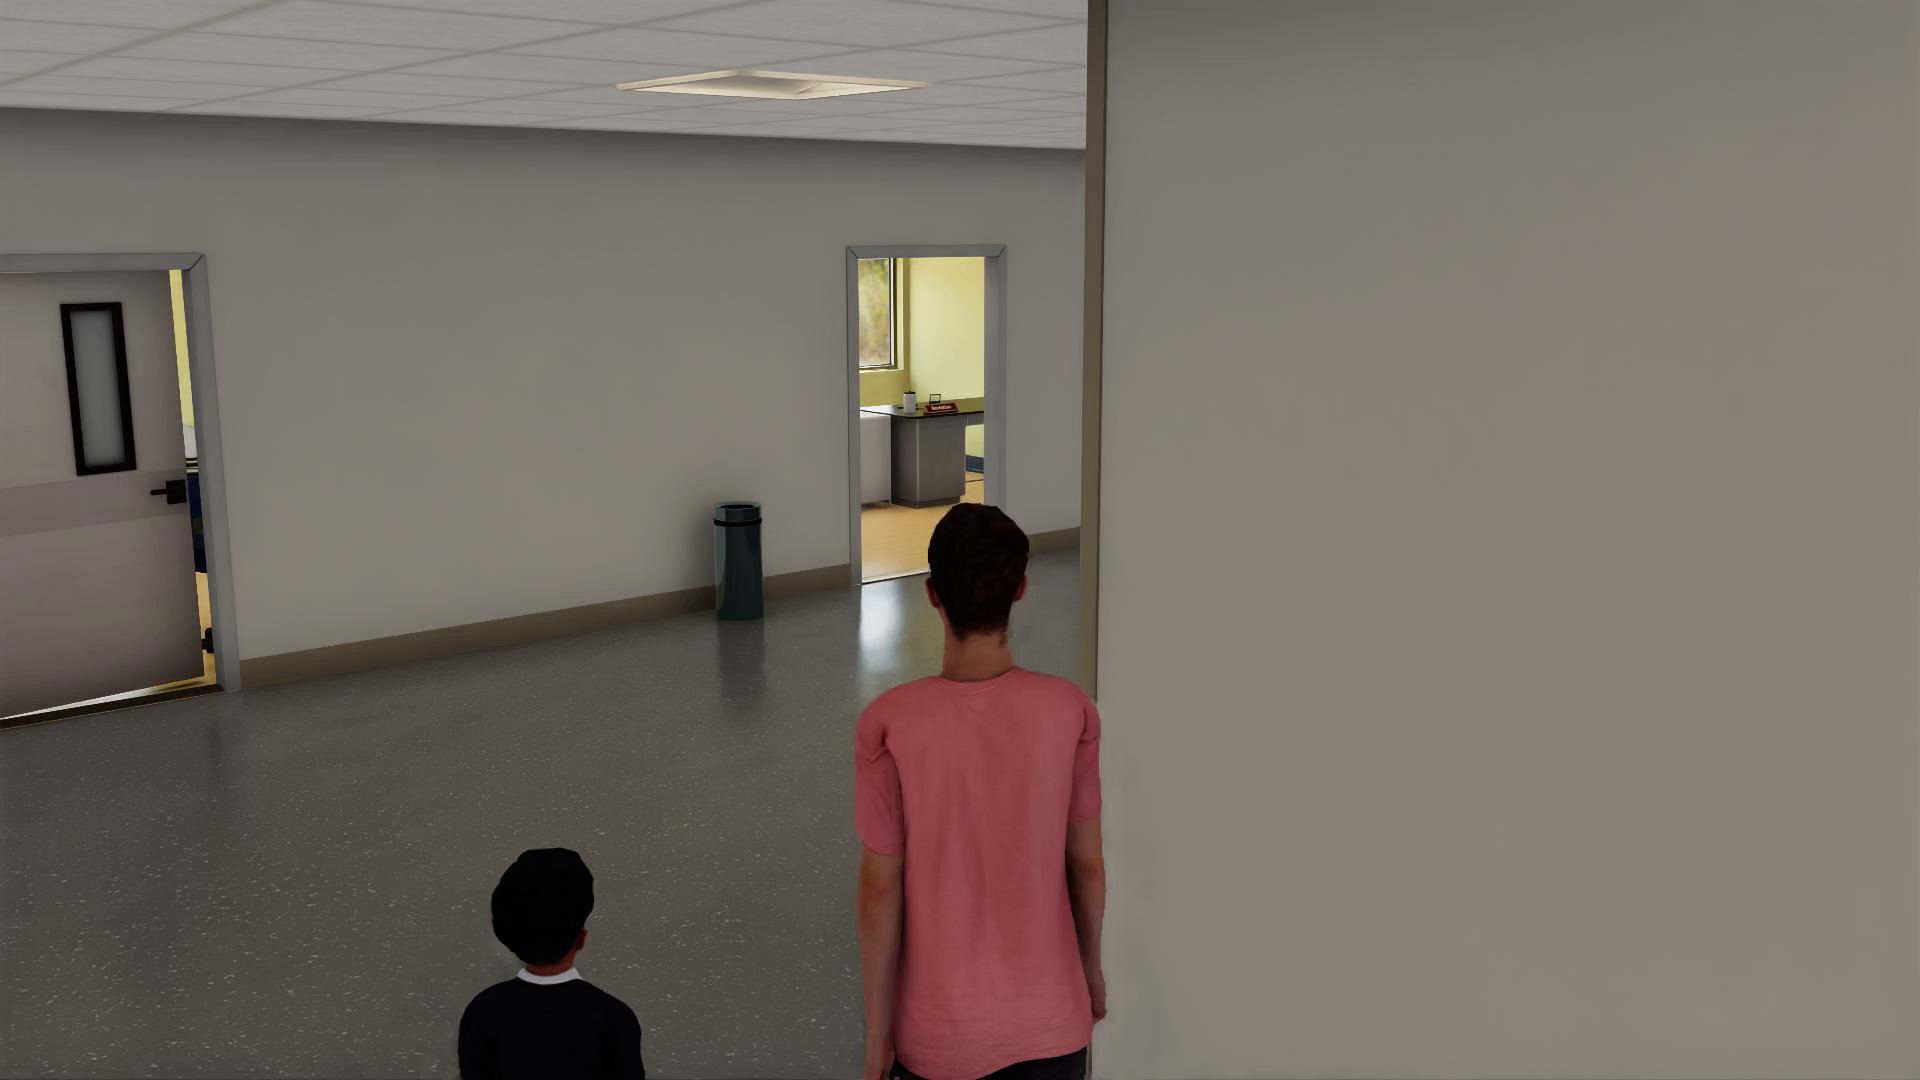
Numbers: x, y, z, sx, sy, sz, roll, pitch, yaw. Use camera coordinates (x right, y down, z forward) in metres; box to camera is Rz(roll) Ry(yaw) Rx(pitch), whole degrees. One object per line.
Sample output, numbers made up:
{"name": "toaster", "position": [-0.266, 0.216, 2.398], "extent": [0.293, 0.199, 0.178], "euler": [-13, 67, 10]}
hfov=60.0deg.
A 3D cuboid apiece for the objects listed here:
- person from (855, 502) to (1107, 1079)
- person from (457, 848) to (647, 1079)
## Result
{"name": "person", "position": [0.062, 0.945, 3.018], "extent": [1.283, 1.906, 1.188], "euler": [-1, 11, -6]}
{"name": "person", "position": [-0.809, 1.228, 3.286], "extent": [0.693, 1.212, 0.745], "euler": [0, 11, 1]}
